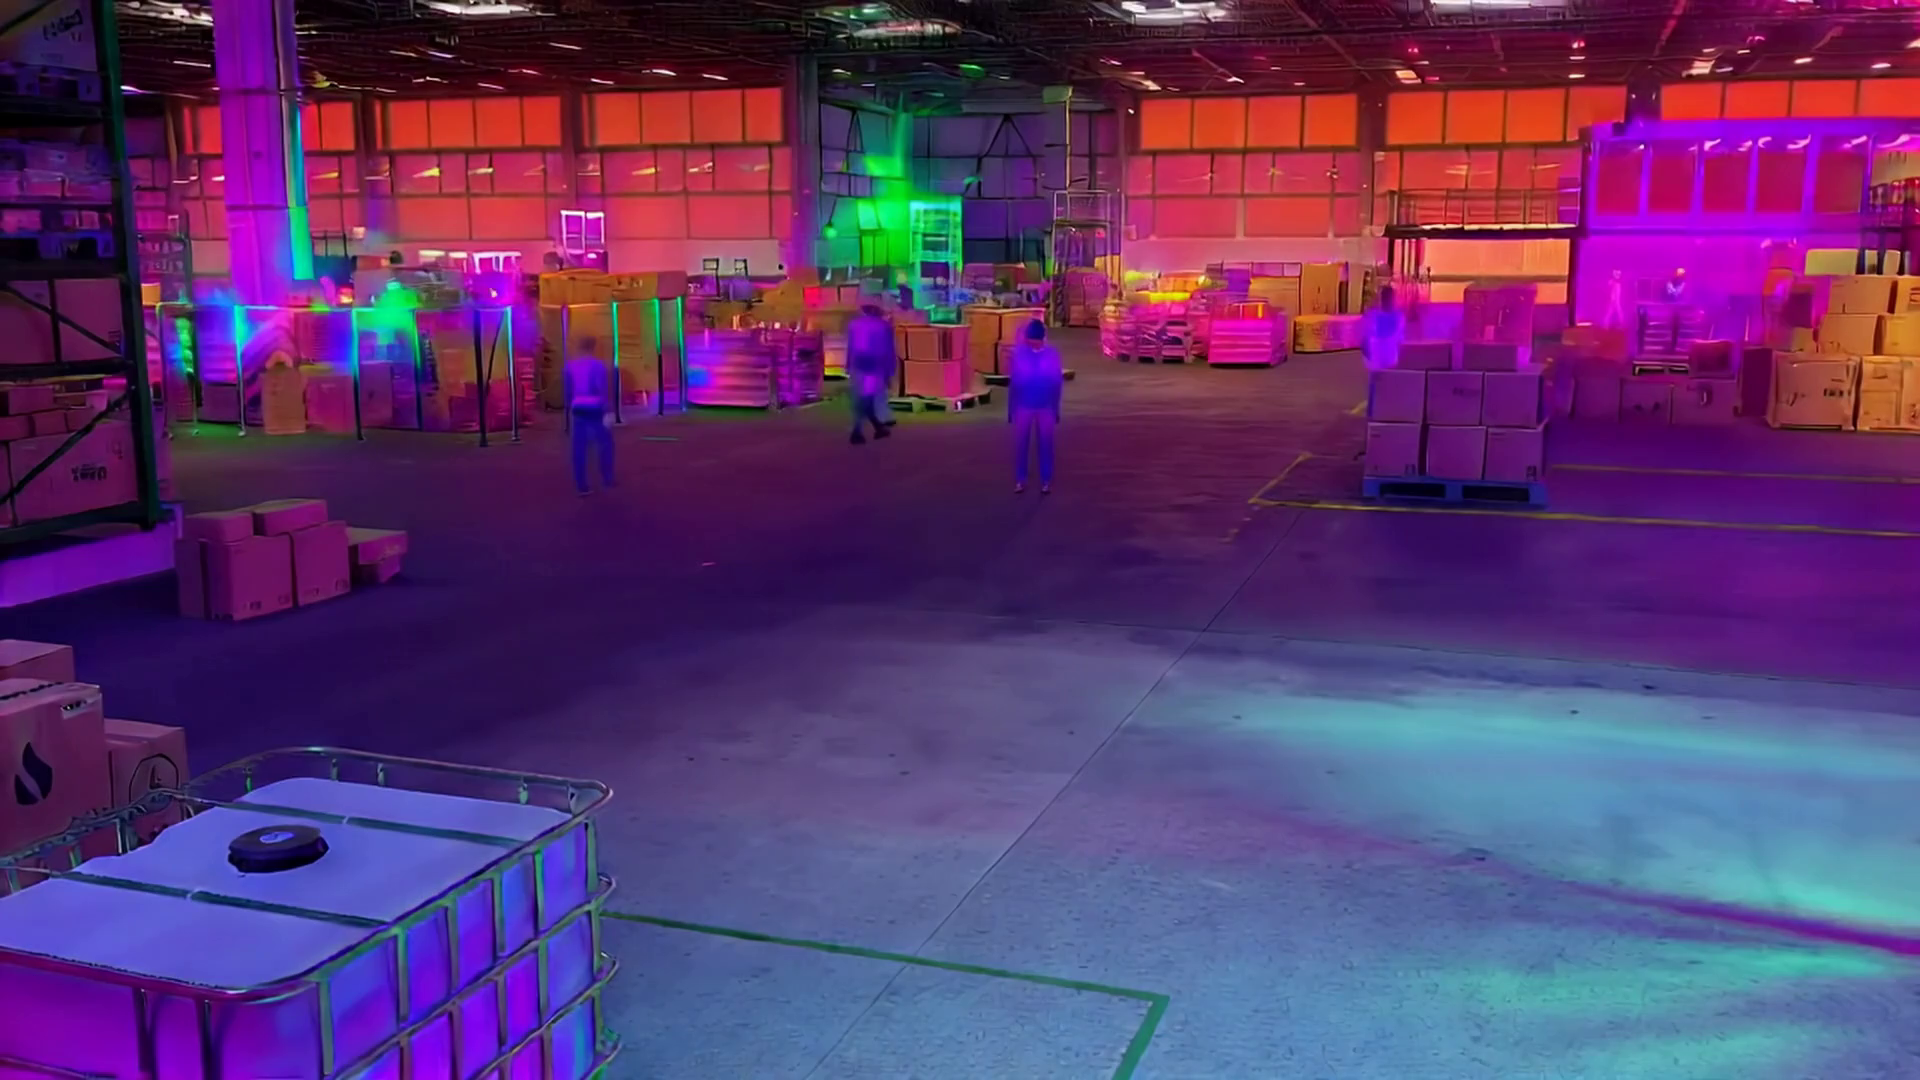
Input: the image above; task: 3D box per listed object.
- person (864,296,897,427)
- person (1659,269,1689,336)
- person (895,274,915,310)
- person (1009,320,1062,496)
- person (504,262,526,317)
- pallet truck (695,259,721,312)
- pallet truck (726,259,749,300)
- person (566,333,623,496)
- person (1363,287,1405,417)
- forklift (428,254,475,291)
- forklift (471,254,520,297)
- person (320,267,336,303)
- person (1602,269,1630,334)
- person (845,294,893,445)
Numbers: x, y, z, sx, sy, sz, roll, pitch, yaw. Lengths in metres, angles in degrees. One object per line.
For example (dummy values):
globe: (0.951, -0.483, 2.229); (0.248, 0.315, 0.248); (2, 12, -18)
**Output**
person: (-1.115, -2.423, 22.729); (0.612, 1.815, 0.601); (-8, 13, -39)
person: (18.896, -6.233, 44.042); (0.695, 1.859, 0.416); (8, 13, 39)
person: (-1.113, -4.911, 36.550); (0.937, 1.890, 0.562); (3, 11, 18)
person: (0.756, -1.311, 16.622); (0.525, 1.759, 0.337); (1, 10, 4)
person: (-12.939, -7.083, 48.480); (0.657, 2.004, 0.723); (-3, 10, -16)
pallet truck: (-9.165, -9.627, 62.776); (0.823, 1.965, 1.885); (4, 11, 23)
pallet truck: (-7.986, -9.493, 62.019); (0.823, 1.965, 1.885); (3, 11, 17)
person: (-3.682, -1.270, 16.748); (0.550, 1.613, 0.659); (4, 11, 23)
person: (6.069, -2.667, 23.846); (0.618, 1.907, 1.038); (0, 10, 2)
forklift: (-20.133, -10.254, 65.465); (1.157, 1.987, 2.680); (3, 11, 19)
forklift: (-17.990, -10.121, 64.684); (1.157, 1.987, 2.680); (3, 11, 17)
person: (-17.566, -6.635, 46.228); (0.397, 1.898, 0.654); (1, 10, 3)
person: (18.548, -6.723, 46.961); (0.528, 1.800, 0.906); (-5, 11, -27)
person: (-1.136, -2.174, 21.125); (0.575, 1.877, 1.020); (6, 12, 33)
